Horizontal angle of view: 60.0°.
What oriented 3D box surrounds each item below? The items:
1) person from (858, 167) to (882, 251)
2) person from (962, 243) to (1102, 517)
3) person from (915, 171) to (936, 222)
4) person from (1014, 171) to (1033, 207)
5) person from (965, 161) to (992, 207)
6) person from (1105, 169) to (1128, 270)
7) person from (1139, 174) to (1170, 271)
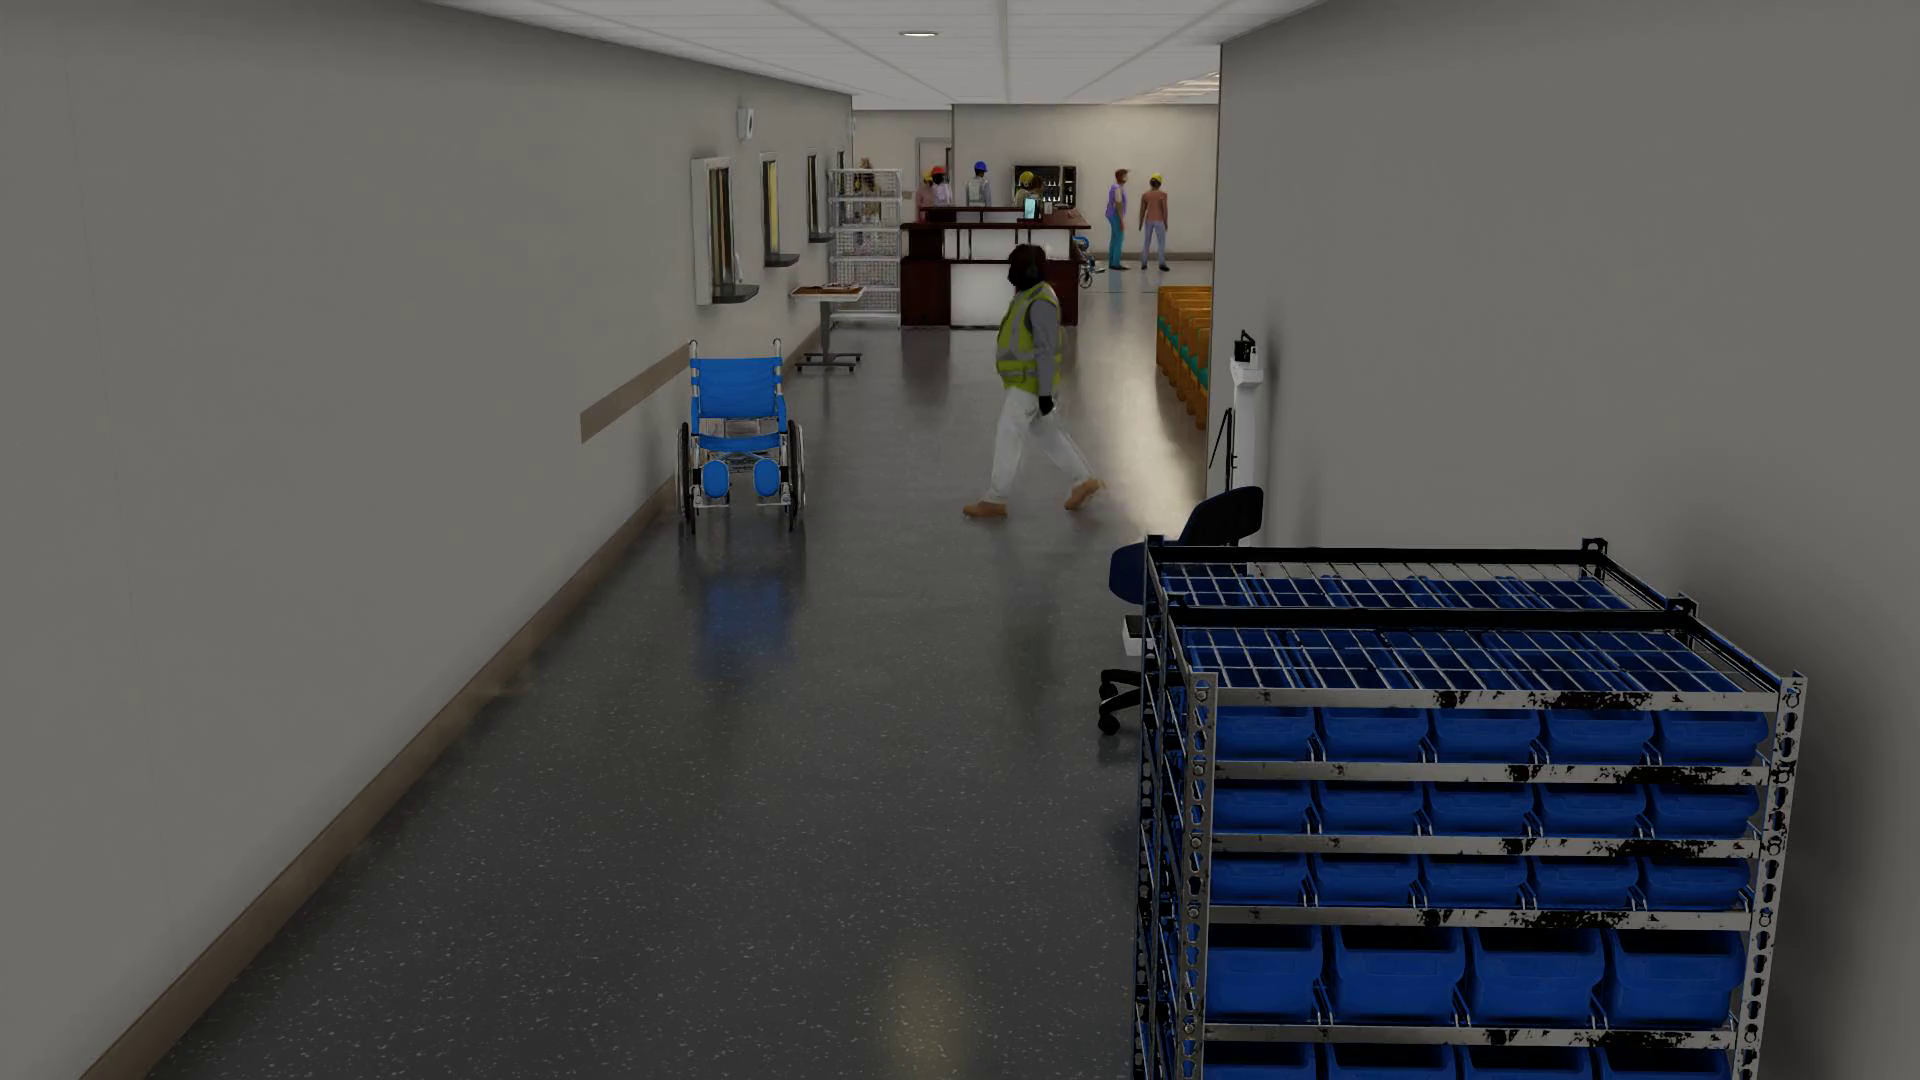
[{"bbox_3d":[-1.901,-6.640,33.698,0.661,1.802,0.873,-10,17,-34],"label":"person"},{"bbox_3d":[0.509,-1.050,10.985,0.923,1.811,0.630,-1,14,-5],"label":"person"},{"bbox_3d":[-0.645,-6.209,32.015,0.541,1.753,0.535,-9,16,-32],"label":"person"},{"bbox_3d":[1.126,-5.393,28.543,0.404,1.834,0.592,-1,14,-5],"label":"person"},{"bbox_3d":[0.370,-6.220,31.668,0.603,1.944,0.391,12,18,39],"label":"person"},{"bbox_3d":[2.885,-5.884,30.577,0.416,1.828,0.610,-1,14,-4],"label":"person"},{"bbox_3d":[3.566,-5.807,30.421,0.615,1.757,0.397,10,17,34],"label":"person"}]
